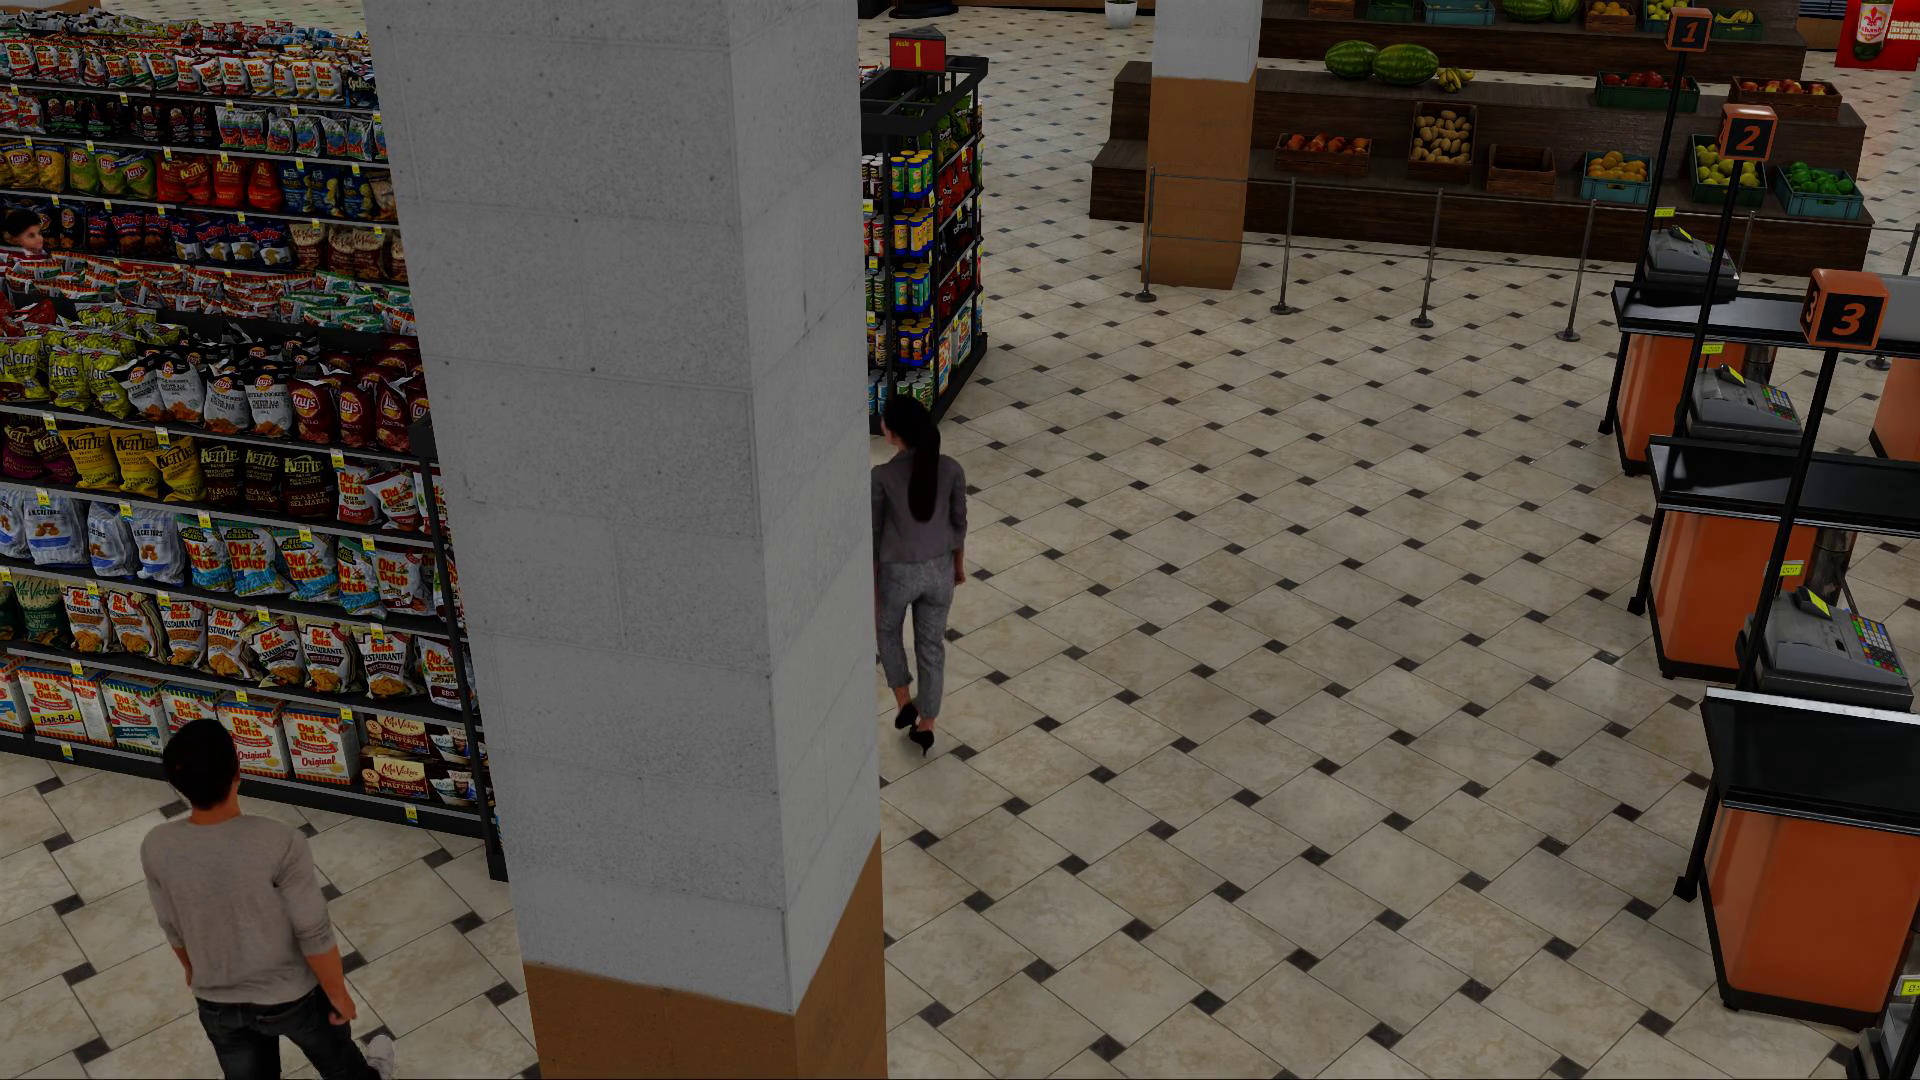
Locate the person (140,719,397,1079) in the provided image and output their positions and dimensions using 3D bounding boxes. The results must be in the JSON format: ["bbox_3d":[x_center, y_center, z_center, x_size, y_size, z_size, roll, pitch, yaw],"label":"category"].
[{"bbox_3d":[-2.038,1.353,4.779,1.072,1.779,0.955,-1,29,-2],"label":"person"}]

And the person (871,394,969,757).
[{"bbox_3d":[-0.170,0.220,6.979,0.716,1.659,0.809,-8,30,-14],"label":"person"}]

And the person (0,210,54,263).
[{"bbox_3d":[-5.885,-1.502,10.614,0.828,1.198,0.531,9,30,16],"label":"person"}]
